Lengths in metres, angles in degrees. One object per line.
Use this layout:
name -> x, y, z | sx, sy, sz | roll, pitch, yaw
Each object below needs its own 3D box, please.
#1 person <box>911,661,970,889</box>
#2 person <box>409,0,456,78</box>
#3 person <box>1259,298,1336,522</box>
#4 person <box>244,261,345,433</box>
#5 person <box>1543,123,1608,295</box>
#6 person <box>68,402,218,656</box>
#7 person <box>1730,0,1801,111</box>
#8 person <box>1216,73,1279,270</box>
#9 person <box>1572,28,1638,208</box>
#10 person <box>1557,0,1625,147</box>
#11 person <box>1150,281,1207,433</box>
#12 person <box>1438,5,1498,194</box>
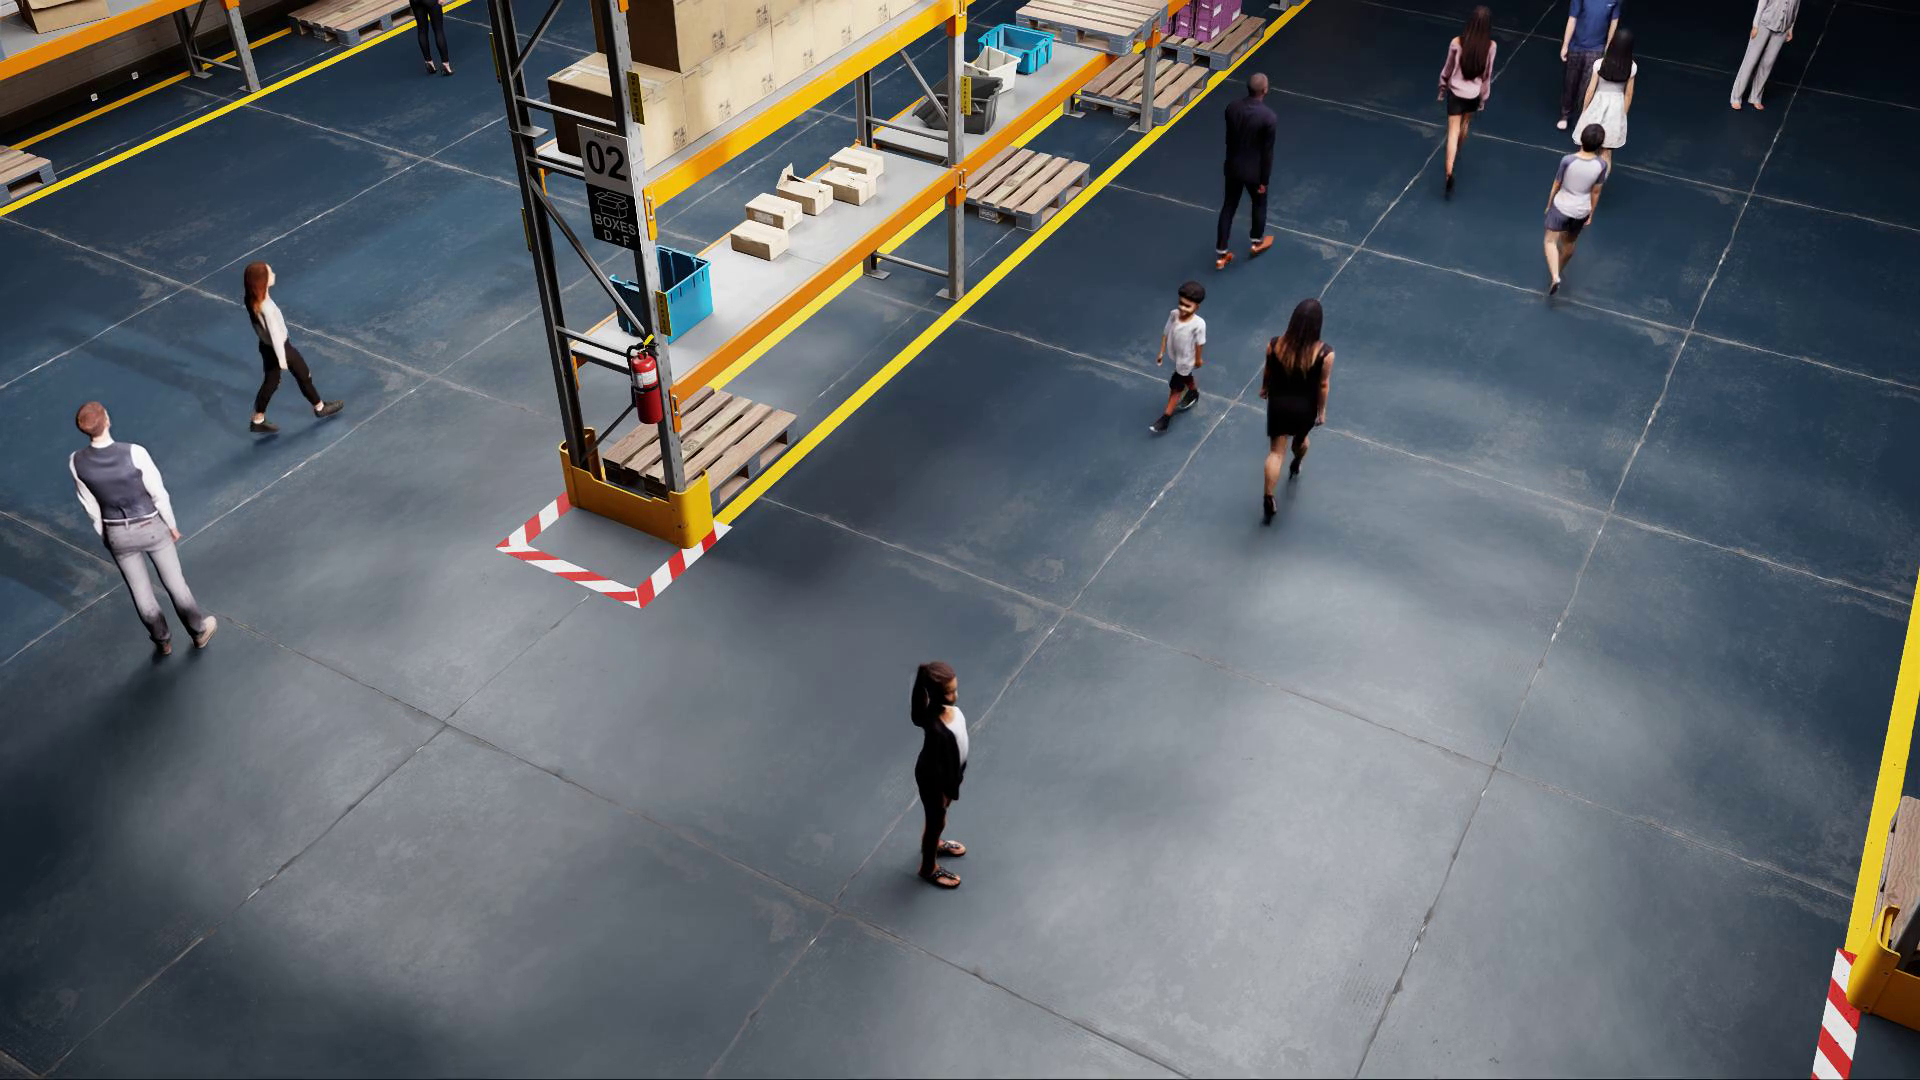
person -> -0.117, 1.289, 9.335 | 0.664, 1.554, 0.563 | 6, 39, 8
person -> -5.879, -5.947, 18.270 | 0.620, 1.711, 0.562 | 11, 40, 13
person -> 2.371, -0.904, 11.984 | 0.784, 1.674, 1.082 | 13, 41, 16
person -> -5.357, -1.459, 12.853 | 1.032, 1.458, 0.735 | -30, 48, -32
person -> 5.355, -2.880, 14.563 | 0.787, 1.544, 0.991 | 5, 39, 6
person -> -5.316, -0.067, 10.727 | 0.741, 1.937, 0.790 | -8, 39, -9
person -> 8.580, -5.443, 17.588 | 0.680, 1.775, 0.698 | 0, 39, 0
person -> 2.489, -3.240, 14.815 | 0.828, 1.792, 1.024 | 27, 46, 29
person -> 6.094, -3.979, 15.755 | 0.708, 1.774, 0.709 | 10, 40, 13
person -> 6.410, -5.073, 17.071 | 0.777, 1.841, 1.008 | 13, 40, 16
person -> 1.788, -1.494, 13.086 | 0.635, 1.221, 0.946 | 31, 48, 33
person -> 4.851, -4.206, 16.041 | 0.858, 1.772, 1.156 | 8, 39, 10
